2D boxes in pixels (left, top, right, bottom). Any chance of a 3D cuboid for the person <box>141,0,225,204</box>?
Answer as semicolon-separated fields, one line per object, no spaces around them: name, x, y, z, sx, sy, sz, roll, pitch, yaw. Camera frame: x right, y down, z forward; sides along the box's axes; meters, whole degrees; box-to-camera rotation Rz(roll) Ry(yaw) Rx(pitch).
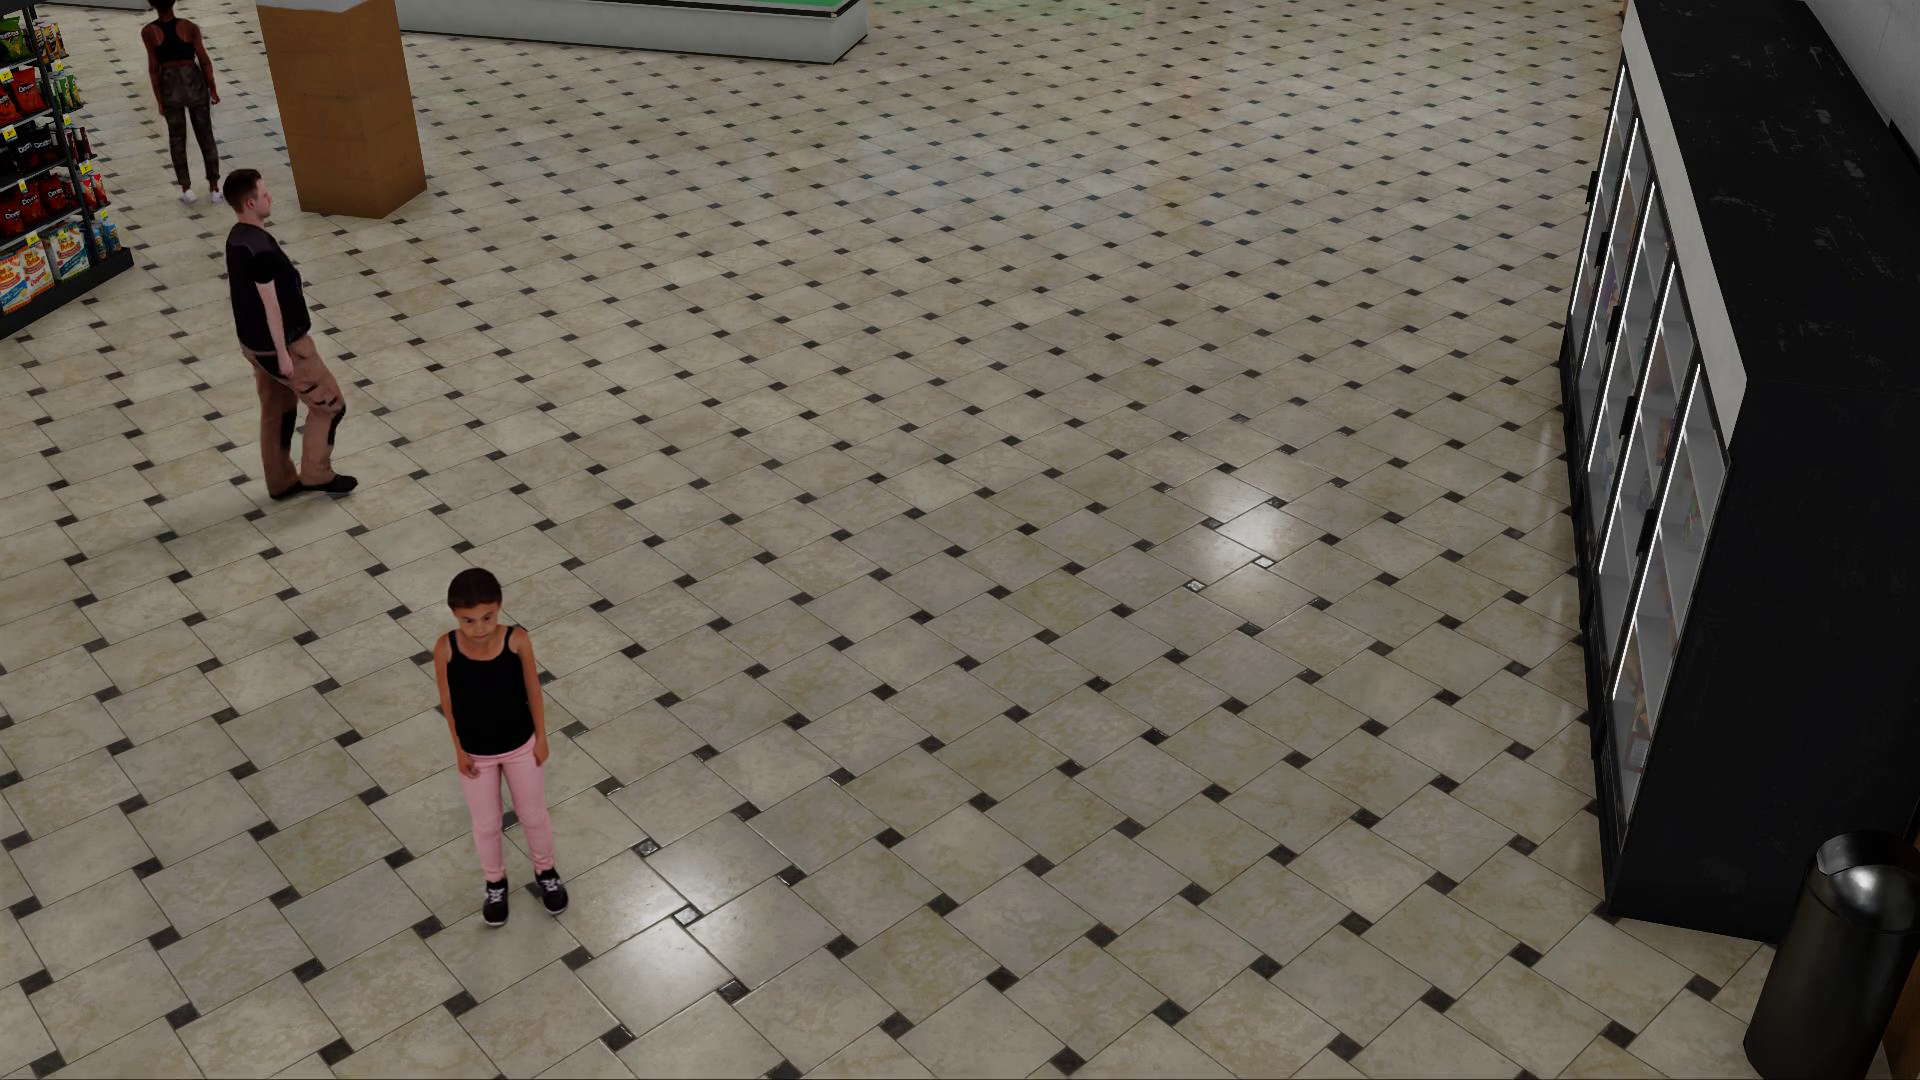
person;-5.817;-3.334;12.511;0.707;1.696;0.781;-12;34;-18

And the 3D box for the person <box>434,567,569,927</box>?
person;-1.692;0.748;6.081;0.565;1.558;0.647;-8;33;-13

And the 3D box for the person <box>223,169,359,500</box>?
person;-3.653;-1.004;8.650;0.901;1.820;0.833;-20;37;-29
